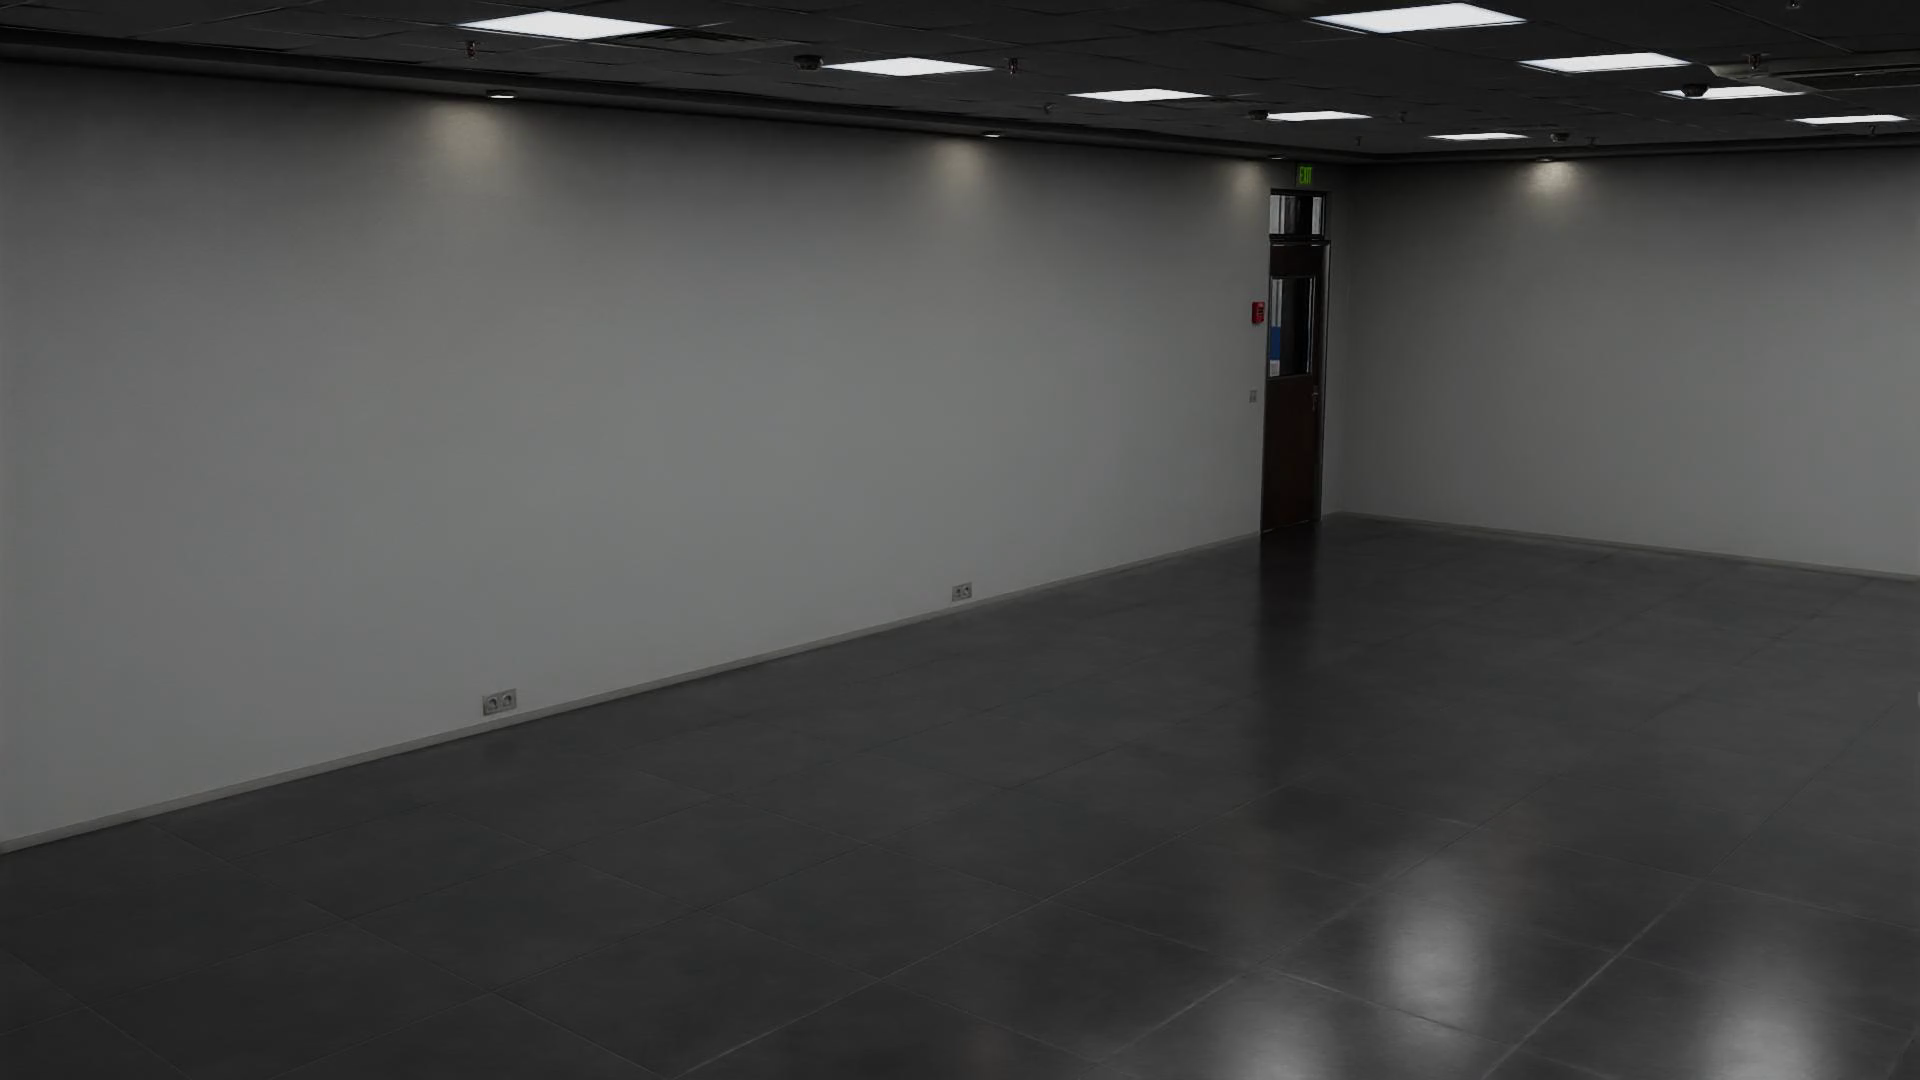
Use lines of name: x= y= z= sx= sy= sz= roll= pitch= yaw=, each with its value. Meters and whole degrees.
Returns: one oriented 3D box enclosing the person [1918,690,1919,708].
person: x=3.303 y=0.185 z=5.240 sx=0.548 sy=1.852 sz=0.390 roll=-2 pitch=10 yaw=-12
